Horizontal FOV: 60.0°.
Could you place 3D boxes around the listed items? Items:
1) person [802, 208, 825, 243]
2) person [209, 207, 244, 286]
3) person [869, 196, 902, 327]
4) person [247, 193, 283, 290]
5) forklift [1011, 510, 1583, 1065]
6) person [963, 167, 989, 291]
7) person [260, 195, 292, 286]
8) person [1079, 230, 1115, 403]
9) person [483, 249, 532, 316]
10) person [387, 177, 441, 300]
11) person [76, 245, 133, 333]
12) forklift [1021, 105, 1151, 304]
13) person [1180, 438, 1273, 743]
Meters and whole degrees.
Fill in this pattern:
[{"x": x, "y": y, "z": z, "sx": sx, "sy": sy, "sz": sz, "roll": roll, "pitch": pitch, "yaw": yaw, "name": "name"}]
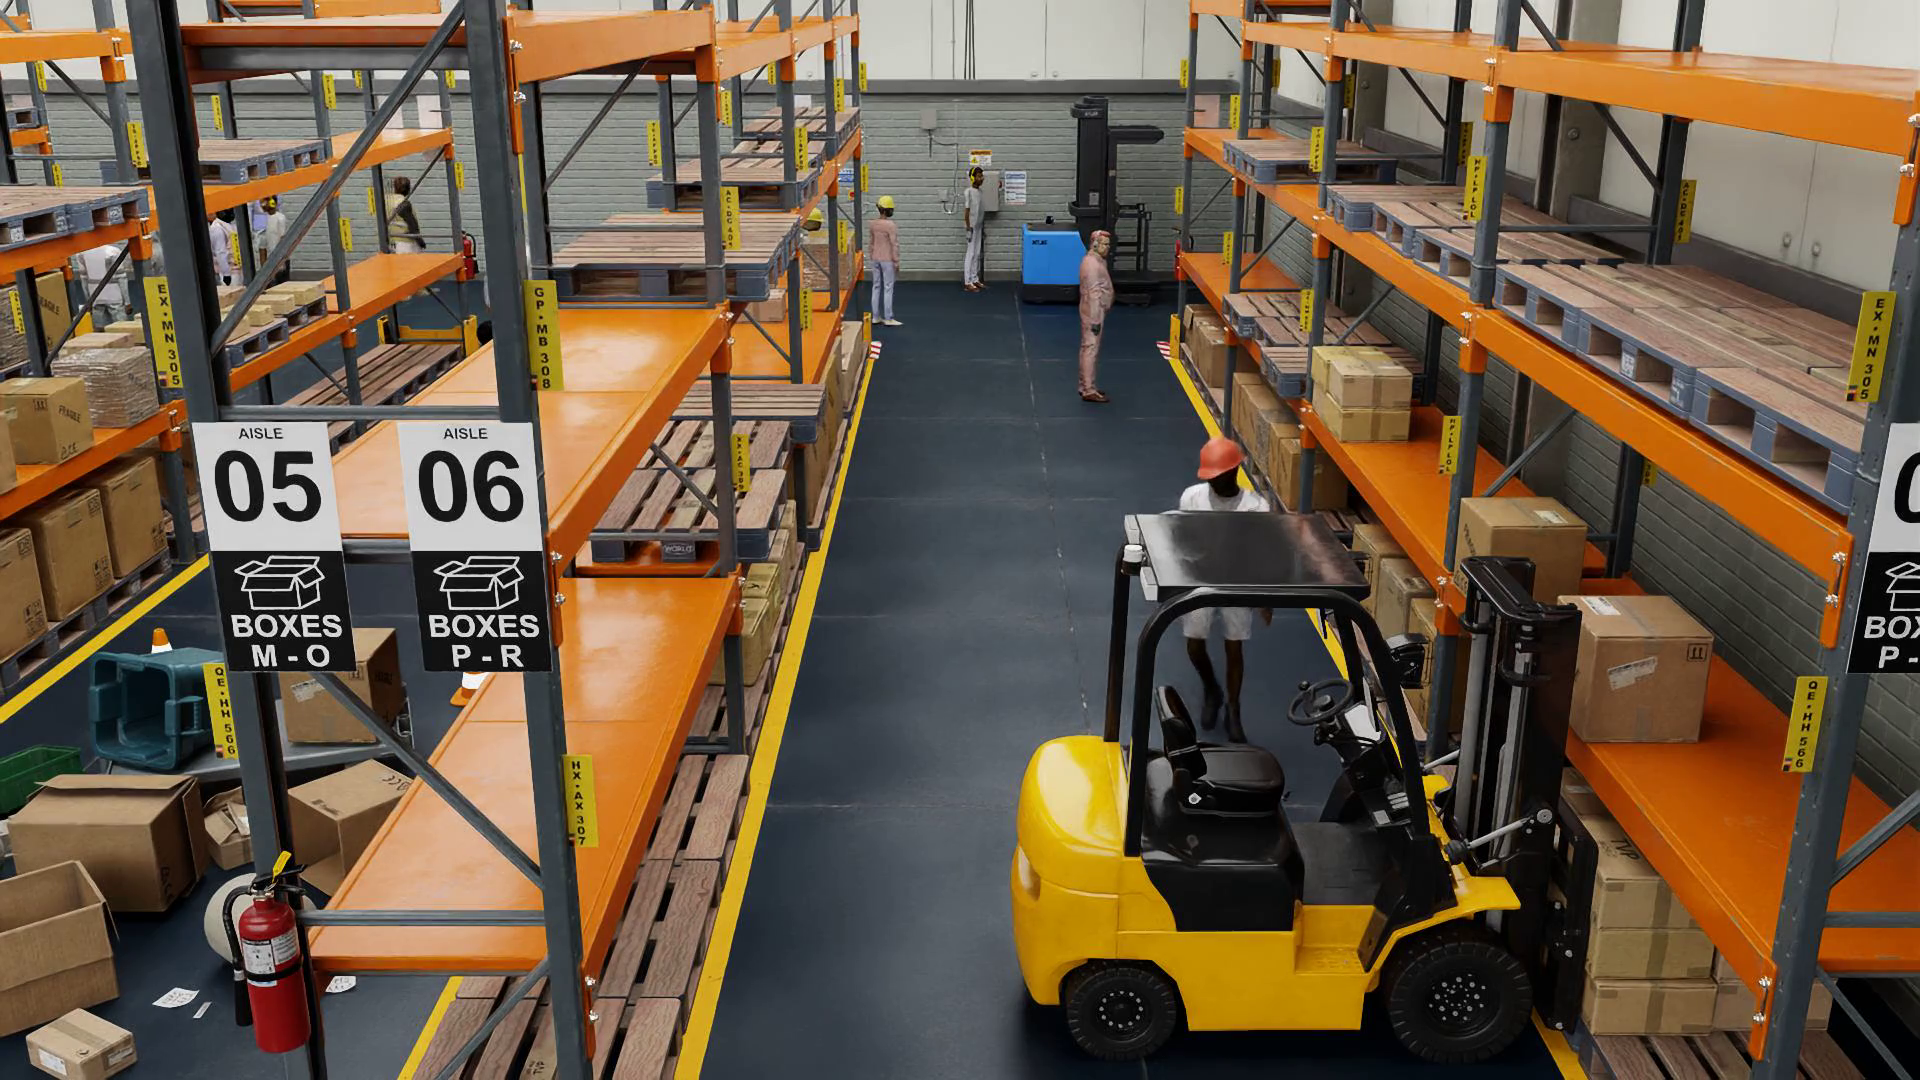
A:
[{"x": -1.912, "y": -3.476, "z": 21.804, "sx": 0.325, "sy": 1.729, "sz": 0.494, "roll": -1, "pitch": 18, "yaw": -2, "name": "person"}, {"x": -9.530, "y": -3.528, "z": 21.787, "sx": 0.429, "sy": 1.841, "sz": 0.633, "roll": -3, "pitch": 18, "yaw": -8, "name": "person"}, {"x": -1.021, "y": -3.819, "z": 22.787, "sx": 0.530, "sy": 1.765, "sz": 0.326, "roll": 17, "pitch": 25, "yaw": 41, "name": "person"}, {"x": -10.684, "y": -4.830, "z": 25.576, "sx": 0.552, "sy": 1.934, "sz": 0.356, "roll": -13, "pitch": 22, "yaw": -34, "name": "person"}, {"x": 1.387, "y": 1.055, "z": 7.378, "sx": 2.313, "sy": 2.155, "sz": 1.214, "roll": 0, "pitch": 18, "yaw": 0, "name": "forklift"}, {"x": 0.244, "y": -4.763, "z": 25.477, "sx": 0.329, "sy": 1.872, "sz": 0.507, "roll": 9, "pitch": 20, "yaw": 26, "name": "person"}, {"x": -9.268, "y": -3.822, "z": 22.664, "sx": 0.517, "sy": 1.855, "sz": 0.341, "roll": 17, "pitch": 25, "yaw": 41, "name": "person"}, {"x": 1.525, "y": -2.508, "z": 18.611, "sx": 0.399, "sy": 1.902, "sz": 0.642, "roll": 0, "pitch": 18, "yaw": 0, "name": "person"}, {"x": -5.374, "y": -2.861, "z": 19.845, "sx": 0.623, "sy": 1.789, "sz": 0.873, "roll": 0, "pitch": 18, "yaw": -1, "name": "person"}, {"x": -8.128, "y": -4.473, "z": 24.708, "sx": 0.873, "sy": 1.806, "sz": 0.641, "roll": -10, "pitch": 21, "yaw": -28, "name": "person"}, {"x": -10.031, "y": -2.845, "z": 19.591, "sx": 0.543, "sy": 1.929, "sz": 0.387, "roll": 1, "pitch": 18, "yaw": 4, "name": "person"}, {"x": 1.857, "y": -4.944, "z": 24.441, "sx": 1.873, "sy": 2.768, "sz": 1.129, "roll": 0, "pitch": 18, "yaw": 0, "name": "forklift"}, {"x": 1.593, "y": 0.308, "z": 10.089, "sx": 0.637, "sy": 1.911, "sz": 0.422, "roll": 4, "pitch": 19, "yaw": 13, "name": "person"}]
